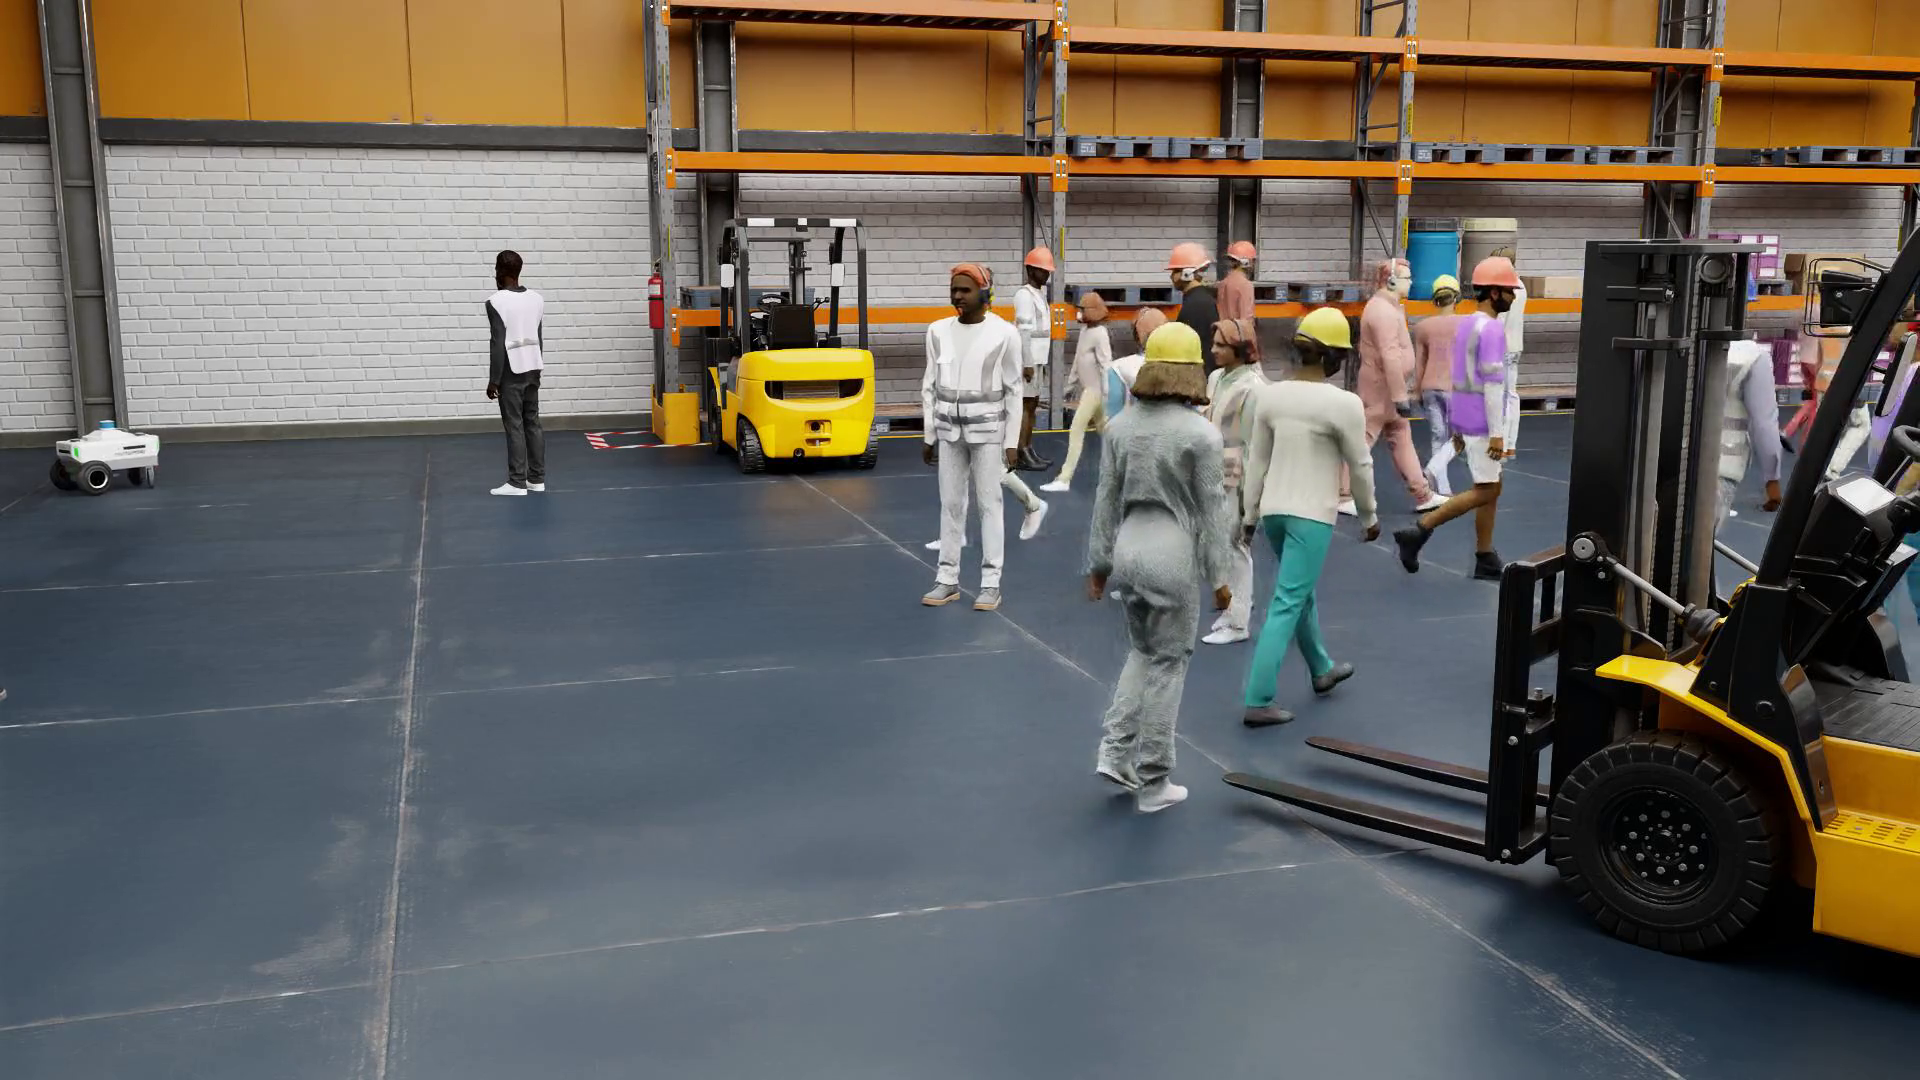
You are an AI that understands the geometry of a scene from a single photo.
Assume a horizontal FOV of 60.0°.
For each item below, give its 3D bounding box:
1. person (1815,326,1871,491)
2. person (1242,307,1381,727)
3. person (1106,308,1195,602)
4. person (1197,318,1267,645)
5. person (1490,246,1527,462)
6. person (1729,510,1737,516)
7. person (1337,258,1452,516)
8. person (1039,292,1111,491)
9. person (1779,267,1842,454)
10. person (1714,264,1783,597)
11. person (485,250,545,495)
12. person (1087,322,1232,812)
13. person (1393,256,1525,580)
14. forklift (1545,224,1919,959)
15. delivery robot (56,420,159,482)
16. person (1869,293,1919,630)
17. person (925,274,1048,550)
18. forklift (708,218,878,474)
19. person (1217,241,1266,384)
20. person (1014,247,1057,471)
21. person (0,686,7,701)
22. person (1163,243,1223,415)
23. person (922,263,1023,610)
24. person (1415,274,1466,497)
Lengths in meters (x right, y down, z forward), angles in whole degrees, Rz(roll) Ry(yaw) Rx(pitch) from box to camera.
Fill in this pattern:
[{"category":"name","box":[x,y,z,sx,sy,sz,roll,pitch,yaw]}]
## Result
[{"category":"person","box":[6.980,-1.183,13.168,0.371,1.626,0.537,-3,11,-15]},{"category":"person","box":[1.506,-0.103,6.994,0.900,1.724,0.526,-7,13,-35]},{"category":"person","box":[1.056,-0.455,9.216,0.532,1.630,0.320,-2,11,-12]},{"category":"person","box":[1.324,-0.279,8.219,0.367,1.623,0.549,-4,11,-19]},{"category":"person","box":[4.885,-1.672,15.015,0.359,1.938,0.632,8,13,38]},{"category":"person","box":[5.489,-0.992,12.123,0.269,1.632,0.504,-4,11,-20]},{"category":"person","box":[3.159,-1.077,11.958,0.969,1.857,0.665,3,11,14]},{"category":"person","box":[1.082,-1.186,13.327,0.868,1.591,0.497,-2,10,-8]},{"category":"person","box":[7.789,-1.586,15.077,0.396,1.756,0.531,0,10,2]},{"category":"person","box":[3.589,-0.352,7.914,1.005,1.891,0.648,-6,12,-28]},{"category":"person","box":[-3.486,-1.308,13.079,0.391,1.919,0.590,4,11,23]},{"category":"person","box":[0.715,0.100,5.879,0.390,1.725,0.498,-10,14,-43]},{"category":"person","box":[2.957,-0.688,9.694,0.725,1.916,0.560,1,10,4]},{"category":"forklift","box":[2.909,0.117,4.508,2.313,2.155,1.214,9,14,40]},{"category":"delivery robot","box":[-6.805,-0.713,13.300,0.477,0.478,0.707,7,13,35]},{"category":"person","box":[3.820,-0.139,6.960,0.908,1.803,0.598,3,11,15]},{"category":"person","box":[0.188,-0.859,10.840,0.833,1.843,0.523,-6,12,-31]},{"category":"forklift","box":[-1.522,-1.778,14.899,1.214,2.155,2.313,-3,11,-17]},{"category":"person","box":[2.769,-1.887,16.076,0.672,1.975,0.646,-4,11,-20]},{"category":"person","box":[0.656,-1.569,14.481,0.374,1.930,0.542,3,11,15]},{"category":"person","box":[-4.402,-0.177,7.152,0.591,1.825,0.403,9,14,40]},{"category":"person","box":[1.538,-1.026,11.370,0.636,1.971,0.656,4,11,19]},{"category":"person","box":[0.056,-0.556,9.055,0.574,1.883,0.361,5,11,25]},{"category":"person","box":[3.604,-1.110,12.454,0.521,1.741,0.555,-9,13,-40]}]
